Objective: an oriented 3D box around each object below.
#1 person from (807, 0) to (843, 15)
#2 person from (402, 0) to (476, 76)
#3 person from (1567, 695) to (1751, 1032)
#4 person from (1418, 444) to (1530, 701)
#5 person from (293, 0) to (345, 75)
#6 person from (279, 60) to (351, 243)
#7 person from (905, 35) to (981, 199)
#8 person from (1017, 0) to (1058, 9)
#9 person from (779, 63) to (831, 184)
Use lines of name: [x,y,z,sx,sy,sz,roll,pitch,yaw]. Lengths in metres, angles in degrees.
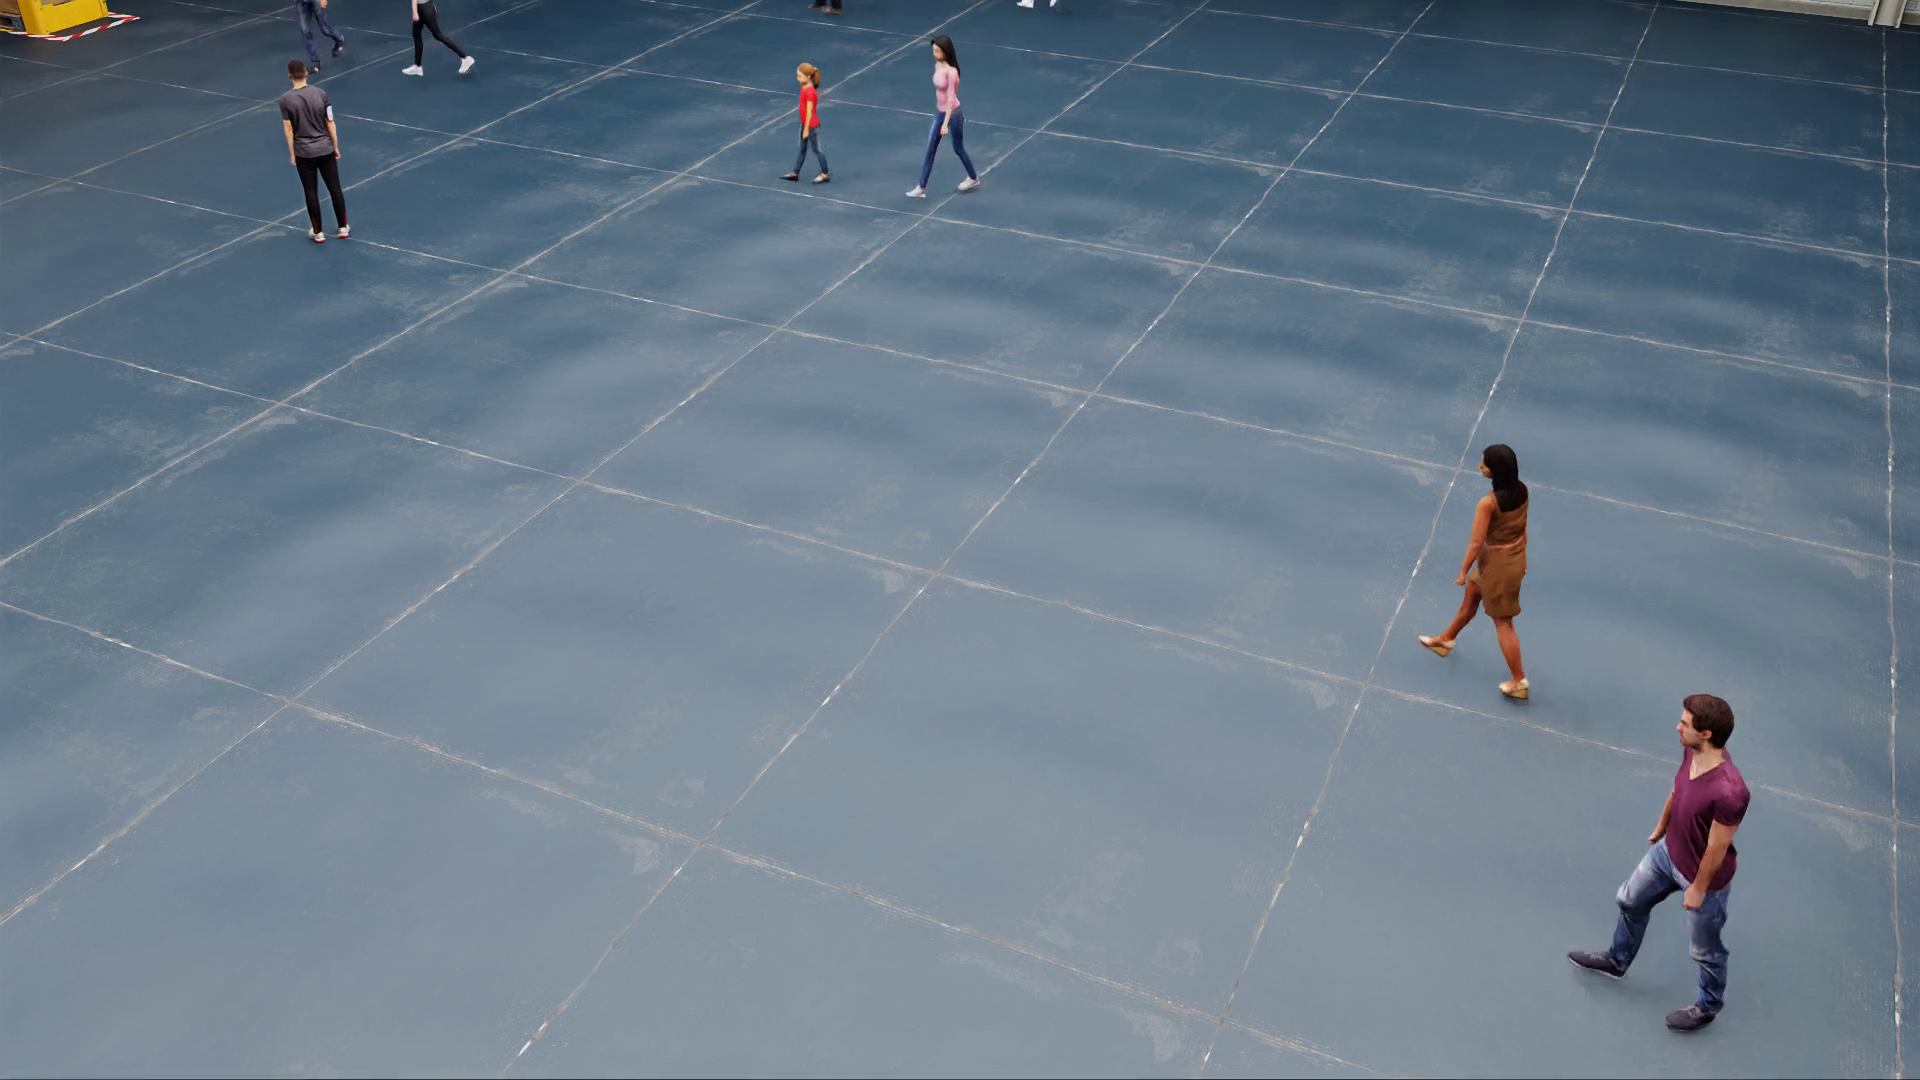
person: [-1.826,-8.324,23.399,0.884,1.798,0.820,-2,32,-3]
person: [-6.601,-6.628,20.800,1.233,1.703,0.960,-2,32,-4]
person: [3.501,1.508,7.799,0.988,1.813,0.898,-8,33,-12]
person: [3.309,0.230,9.990,0.796,1.638,1.086,-25,40,-34]
person: [-8.207,-6.889,21.097,1.101,1.828,0.897,6,33,10]
person: [-6.320,-3.803,16.266,0.703,1.763,0.717,-18,36,-26]
person: [-0.045,-4.370,17.234,1.103,1.688,1.165,-17,36,-24]
person: [1.138,-8.375,23.583,0.929,1.688,0.691,10,33,15]
person: [-1.541,-4.422,17.685,0.839,1.295,0.779,-10,34,-16]
